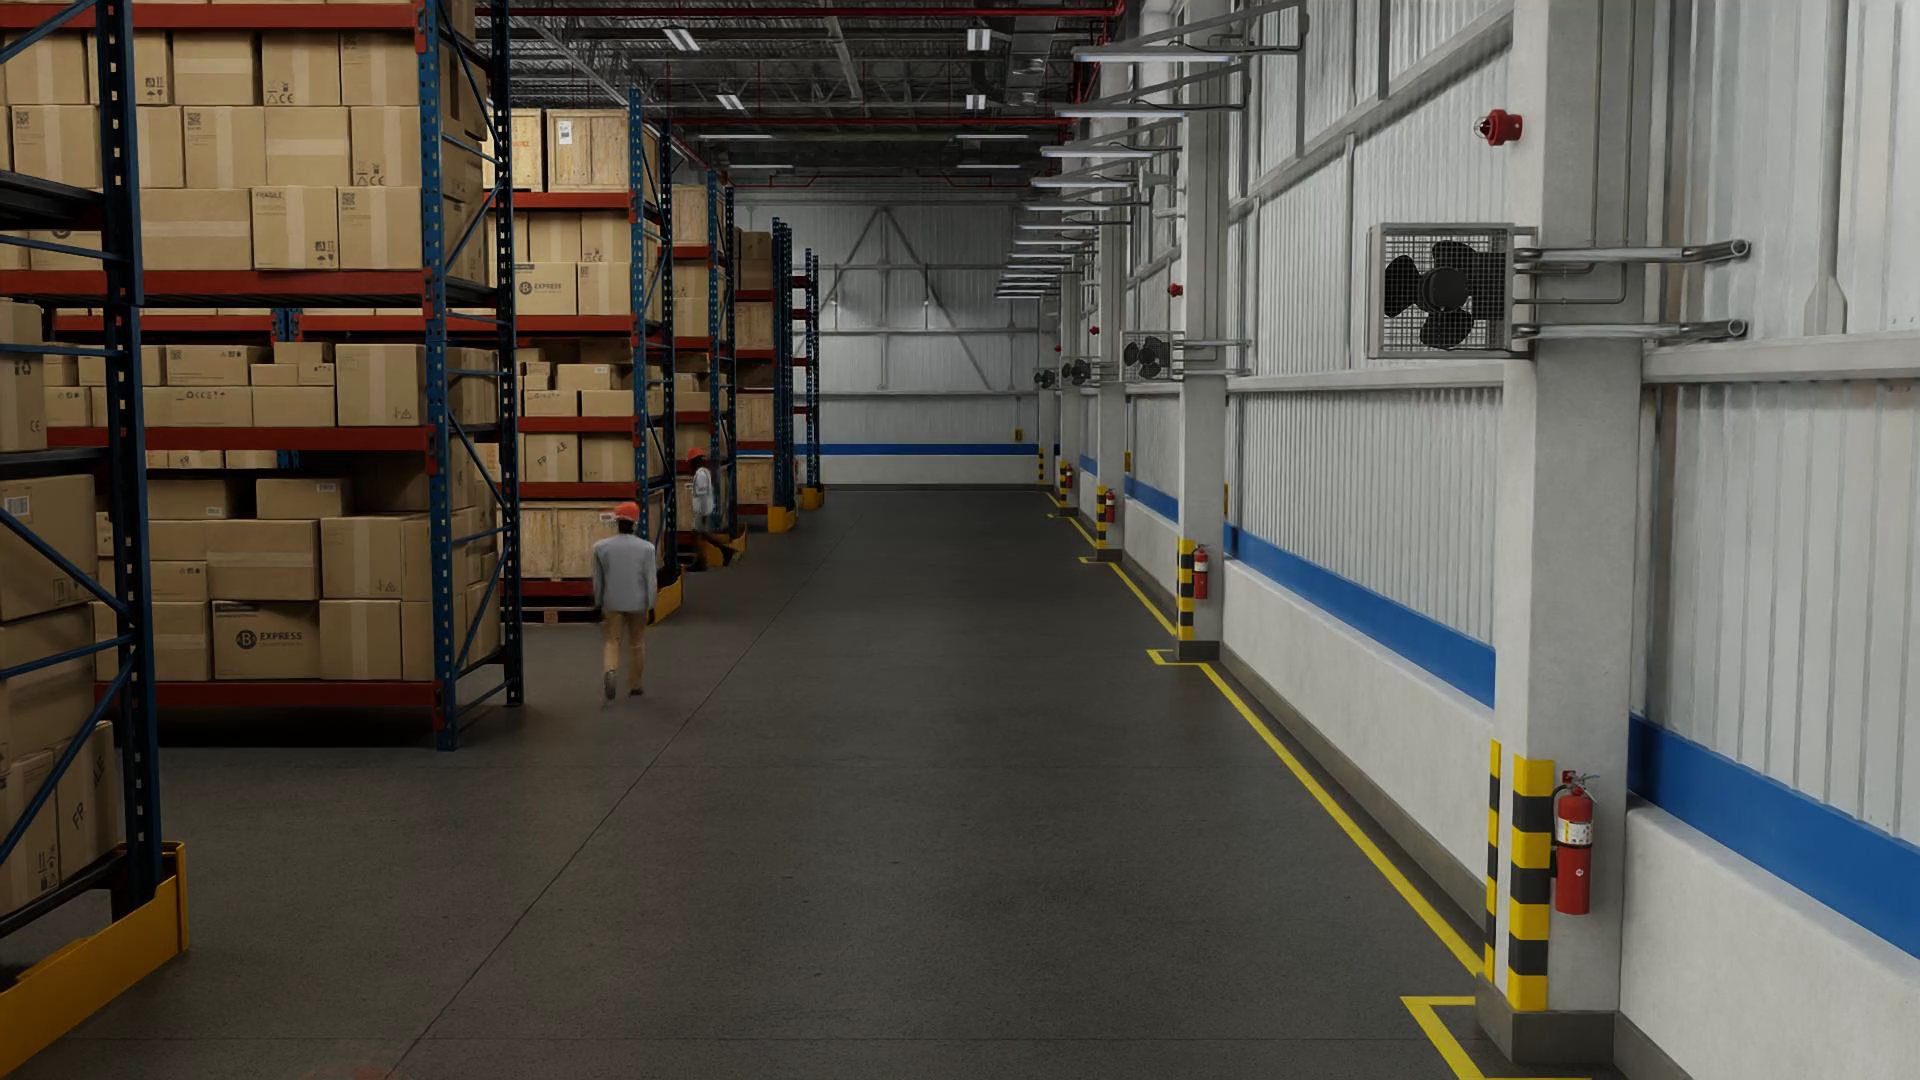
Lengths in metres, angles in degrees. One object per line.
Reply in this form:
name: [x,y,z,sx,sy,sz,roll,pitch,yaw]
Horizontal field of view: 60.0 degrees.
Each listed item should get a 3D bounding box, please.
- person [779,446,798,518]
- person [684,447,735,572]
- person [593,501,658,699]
person: [-3.757,-1.272,36.130,0.512,1.590,0.873,-3,6,-32]
person: [-3.792,-0.459,25.000,0.682,1.888,0.557,0,5,-1]
person: [-2.888,0.529,14.343,0.573,1.730,0.619,0,5,0]
